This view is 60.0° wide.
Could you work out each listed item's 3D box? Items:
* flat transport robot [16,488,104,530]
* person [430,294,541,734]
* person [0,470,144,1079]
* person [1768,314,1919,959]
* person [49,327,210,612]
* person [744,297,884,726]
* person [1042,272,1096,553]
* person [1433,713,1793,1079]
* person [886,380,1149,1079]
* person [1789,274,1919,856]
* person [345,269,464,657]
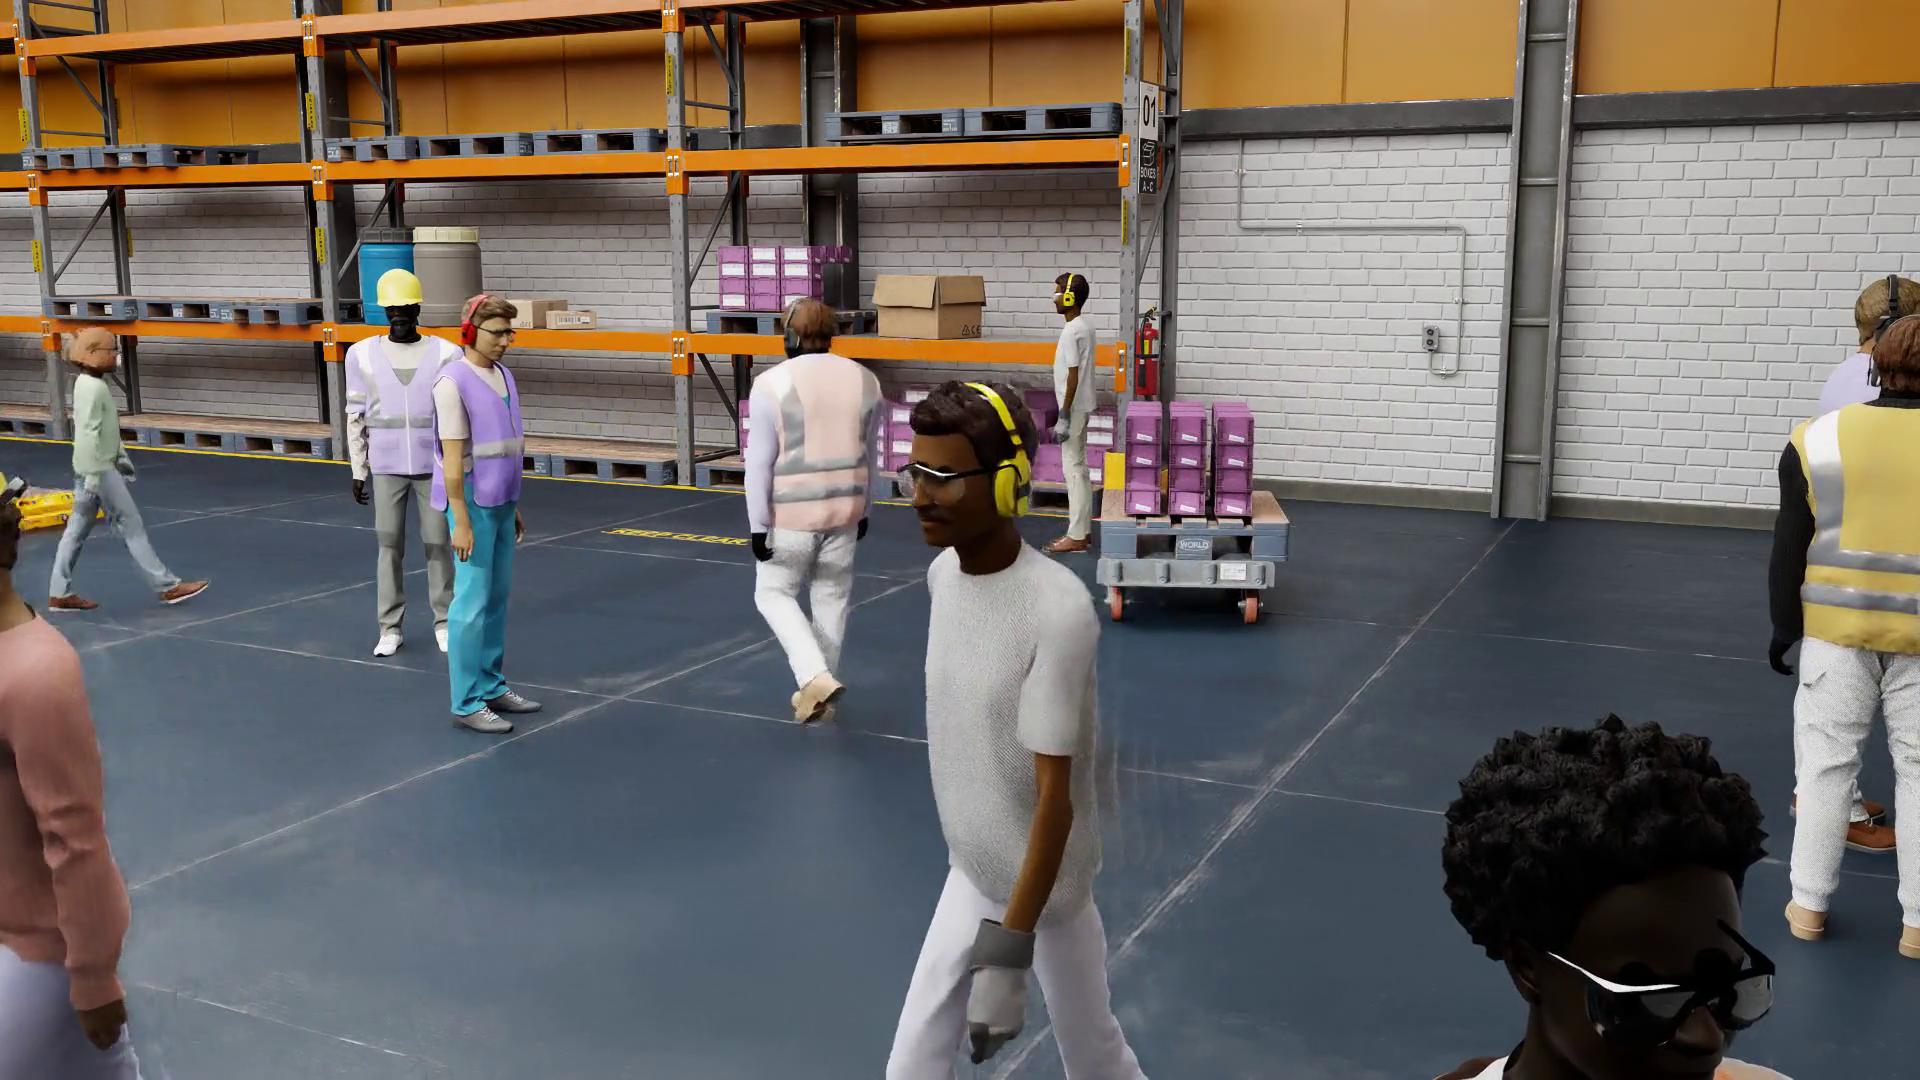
[{"bbox_3d":[-7.146,-0.258,12.351,1.431,0.197,0.652,4,11,24],"label":"flat transport robot"},{"bbox_3d":[-2.024,-0.115,7.053,0.394,1.835,0.571,1,10,8],"label":"person"},{"bbox_3d":[-1.673,0.693,2.768,0.818,1.725,0.517,-8,13,-39],"label":"person"},{"bbox_3d":[2.677,0.276,4.804,0.633,1.841,0.429,6,12,30],"label":"person"},{"bbox_3d":[-4.738,-0.392,9.326,0.847,1.586,0.518,-5,11,-27],"label":"person"},{"bbox_3d":[-0.614,-0.103,7.015,0.652,1.830,0.579,-6,12,-33],"label":"person"},{"bbox_3d":[0.740,-0.846,11.142,0.329,1.872,0.507,3,10,16],"label":"person"},{"bbox_3d":[0.457,0.958,1.310,0.536,1.697,0.318,-4,11,-21],"label":"person"},{"bbox_3d":[0.088,0.618,2.946,0.998,1.808,0.550,-6,12,-33],"label":"person"},{"bbox_3d":[3.082,0.077,5.665,0.372,1.940,0.629,3,10,16],"label":"person"},{"bbox_3d":[-2.746,-0.381,8.317,0.588,1.927,0.371,-3,10,-17],"label":"person"}]
